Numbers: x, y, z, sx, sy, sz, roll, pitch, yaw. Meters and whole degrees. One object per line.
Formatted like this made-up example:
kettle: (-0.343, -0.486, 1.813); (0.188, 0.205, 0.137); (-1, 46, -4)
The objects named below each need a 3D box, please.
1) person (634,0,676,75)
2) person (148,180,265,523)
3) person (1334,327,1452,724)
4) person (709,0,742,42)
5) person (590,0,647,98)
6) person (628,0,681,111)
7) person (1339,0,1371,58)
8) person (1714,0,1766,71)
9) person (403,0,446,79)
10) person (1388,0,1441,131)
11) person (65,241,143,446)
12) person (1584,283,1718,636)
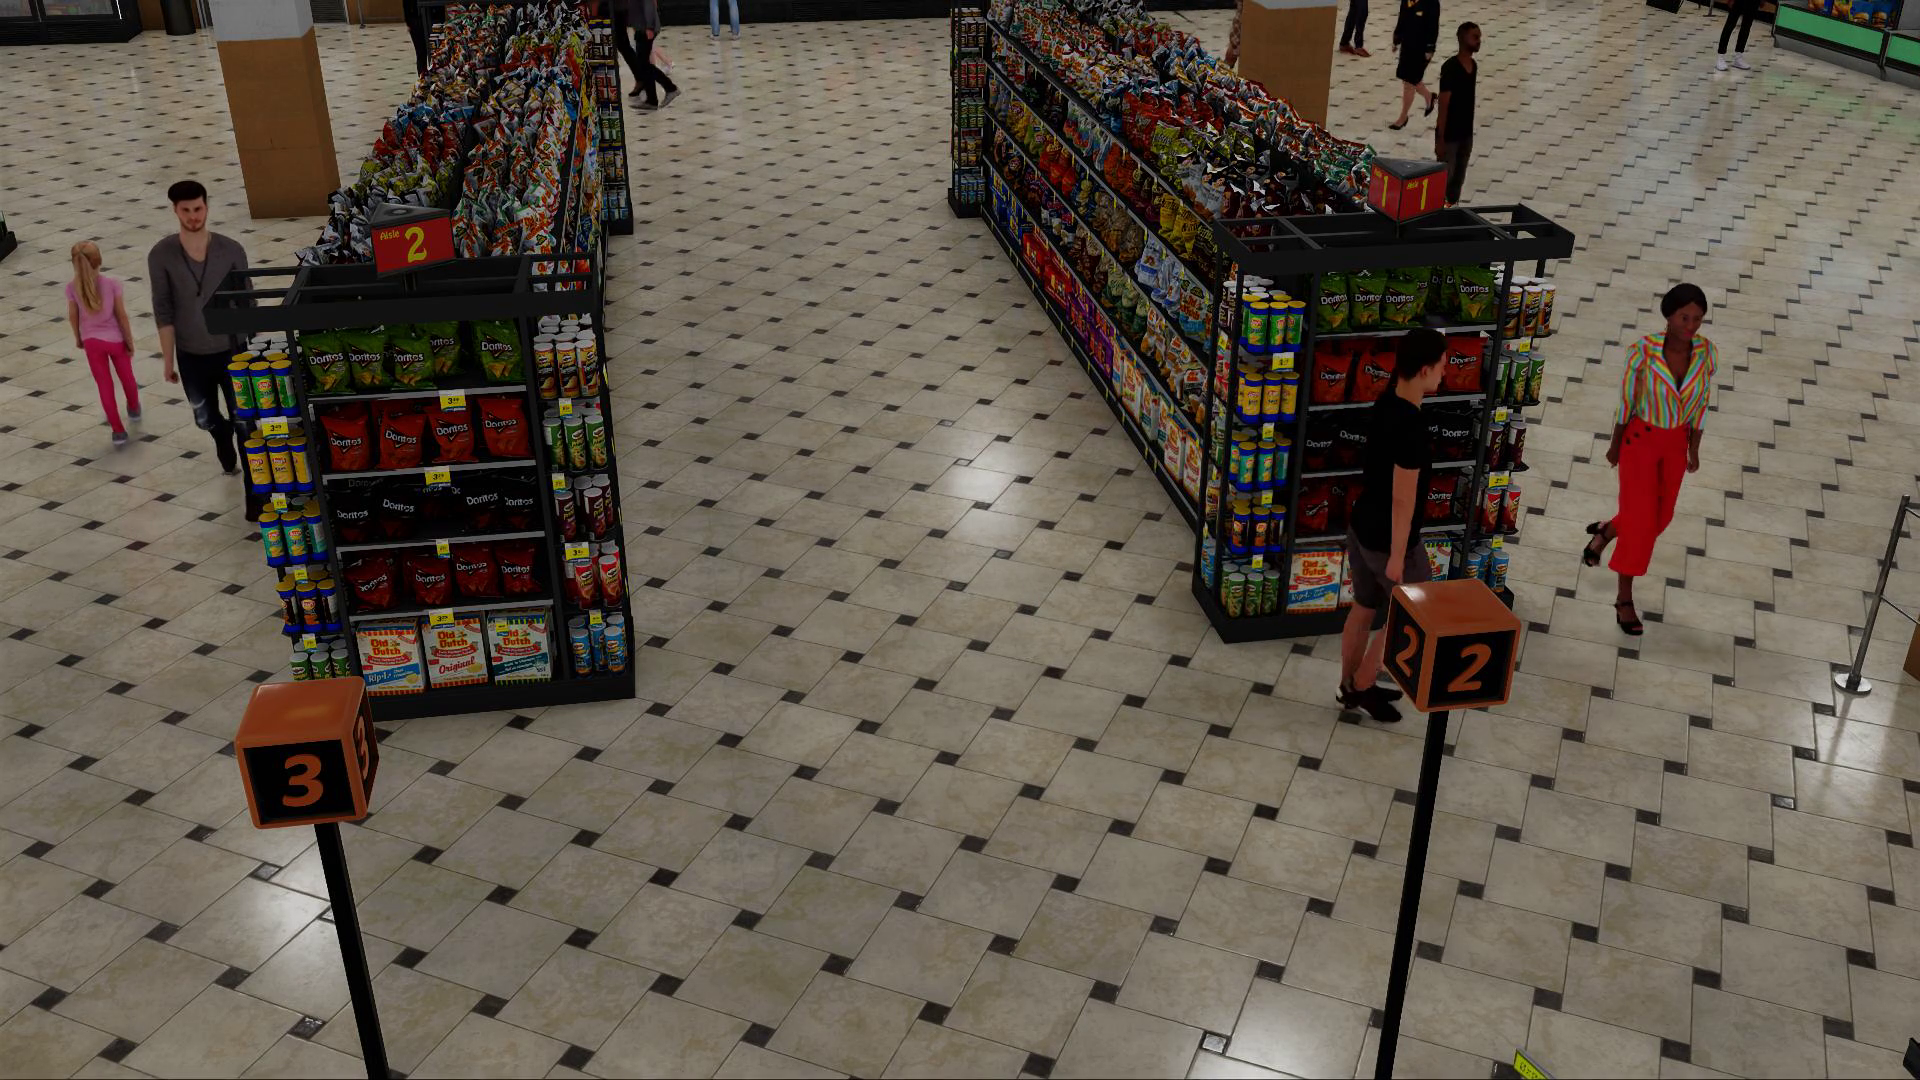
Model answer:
person: (-3.712, -6.394, 19.941); (0.646, 1.729, 0.702); (-1, 27, -2)
person: (-4.184, -1.080, 9.300); (0.805, 1.875, 1.171); (-9, 28, -18)
person: (1.789, -0.044, 7.288); (0.734, 1.848, 0.568); (-3, 27, -5)
person: (-3.223, -7.679, 22.333); (0.645, 1.857, 0.532); (-5, 27, -10)
person: (-3.865, -5.955, 19.018); (1.070, 1.780, 1.143); (6, 28, 12)
person: (-3.407, -5.664, 18.366); (0.864, 1.852, 0.788); (-8, 28, -16)
person: (5.067, -7.176, 21.400); (0.988, 1.804, 0.926); (23, 35, 38)
person: (9.733, -6.772, 20.588); (0.659, 1.818, 0.558); (-4, 27, -8)
person: (-6.124, -5.932, 19.077); (0.597, 1.686, 0.519); (-4, 27, -8)
person: (4.894, -5.226, 17.717); (0.898, 1.657, 0.964); (-10, 29, -19)
person: (-5.263, -1.188, 10.216); (0.640, 1.240, 0.956); (-11, 29, -21)
person: (3.353, -0.429, 8.131); (0.662, 1.771, 1.016); (2, 27, 4)
